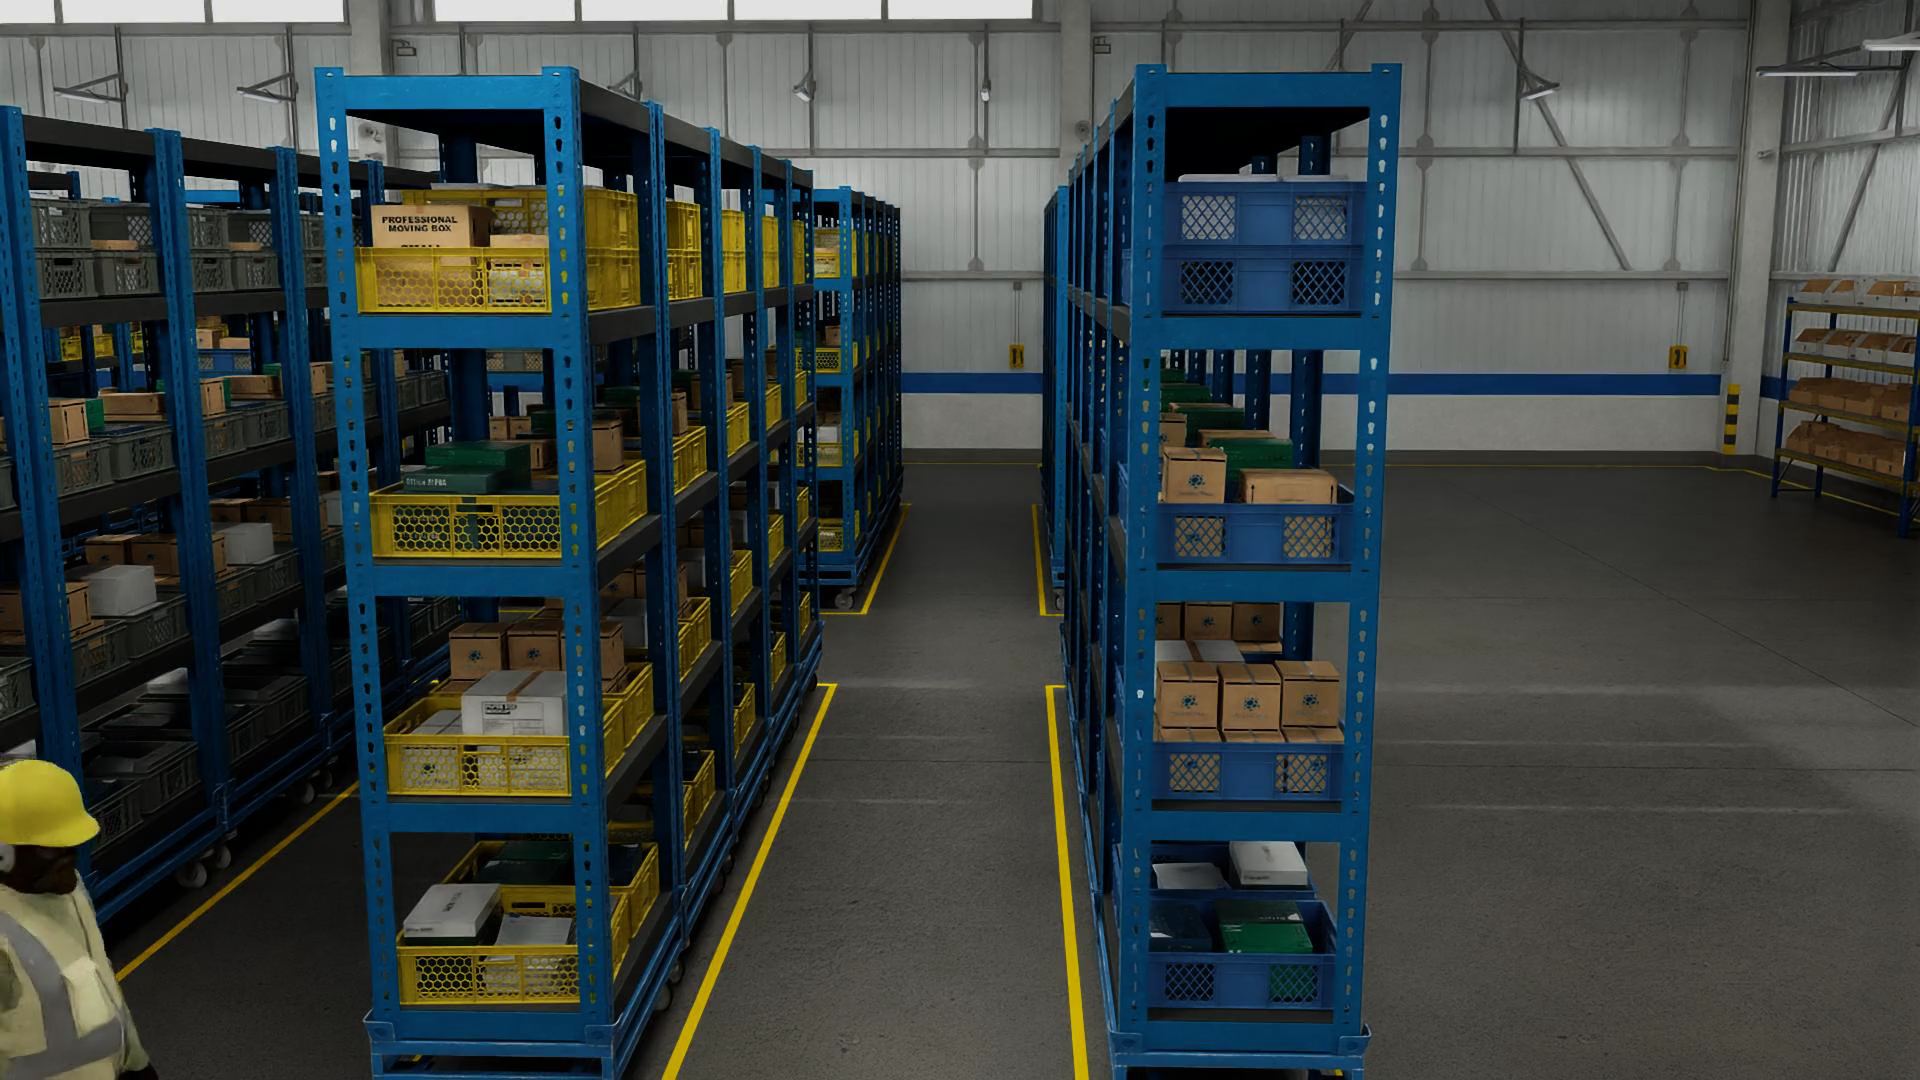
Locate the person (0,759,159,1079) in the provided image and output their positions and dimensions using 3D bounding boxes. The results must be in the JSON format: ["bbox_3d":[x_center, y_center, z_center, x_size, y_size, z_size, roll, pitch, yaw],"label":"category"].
[{"bbox_3d":[-2.334,1.422,4.250,0.611,1.801,0.612,-2,10,-10],"label":"person"}]
